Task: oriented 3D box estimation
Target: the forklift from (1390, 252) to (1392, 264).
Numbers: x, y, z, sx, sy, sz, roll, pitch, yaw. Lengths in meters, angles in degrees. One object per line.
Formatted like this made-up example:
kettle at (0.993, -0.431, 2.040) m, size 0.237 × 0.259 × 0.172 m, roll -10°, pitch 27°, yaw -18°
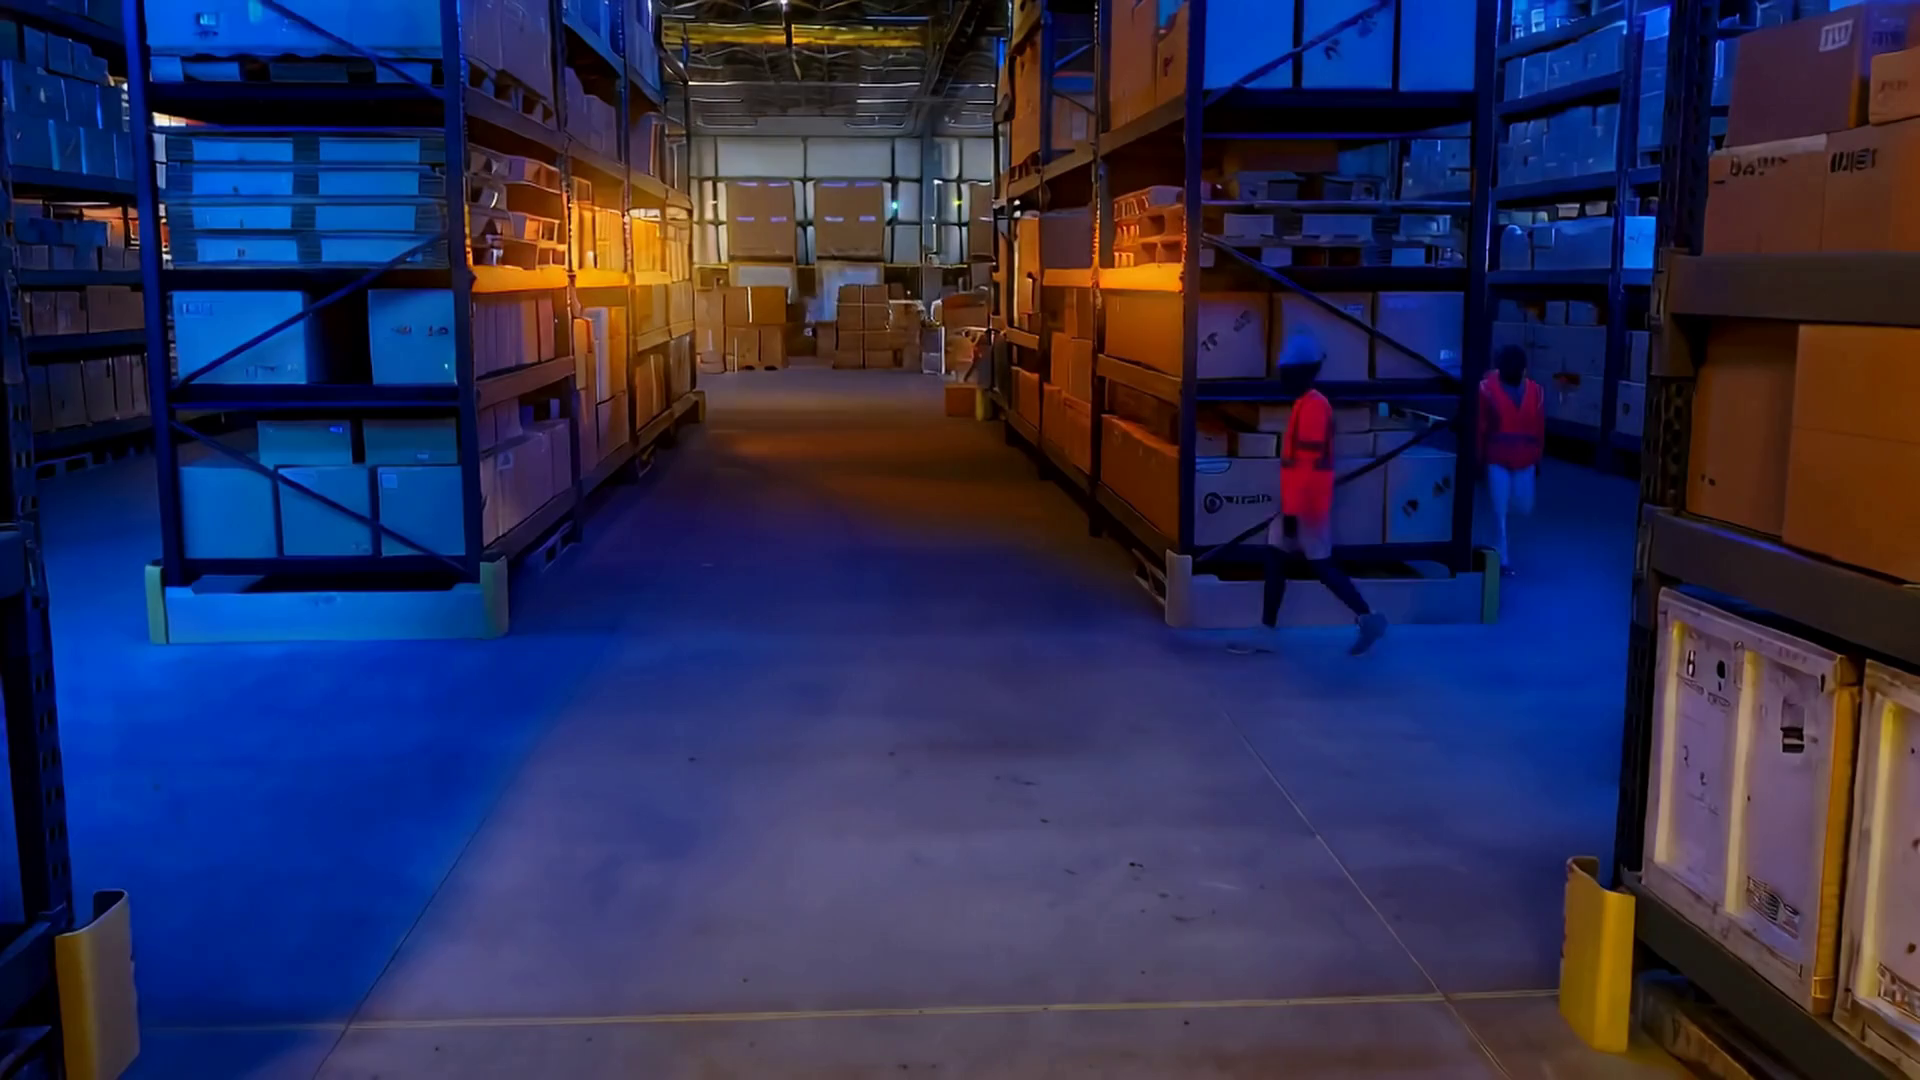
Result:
forklift at (8.545, -4.615, 34.810) m, size 1.129 × 2.768 × 1.873 m, roll -1°, pitch 9°, yaw -4°

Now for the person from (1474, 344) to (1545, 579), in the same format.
person at (4.280, -0.630, 13.100) m, size 0.631 × 1.825 × 0.650 m, roll -1°, pitch 9°, yaw -5°

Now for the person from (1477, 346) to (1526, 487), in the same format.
person at (5.904, -1.312, 18.113) m, size 0.515 × 1.593 × 0.875 m, roll 1°, pitch 9°, yaw 5°

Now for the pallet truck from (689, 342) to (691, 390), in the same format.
pallet truck at (-5.225, -3.008, 27.480) m, size 1.885 × 1.965 × 0.823 m, roll 2°, pitch 9°, yaw 14°

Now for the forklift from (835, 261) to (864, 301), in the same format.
forklift at (-3.568, -7.636, 53.777) m, size 1.129 × 2.768 × 1.873 m, roll -1°, pitch 9°, yaw -5°

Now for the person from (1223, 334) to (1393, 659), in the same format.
person at (2.174, -0.253, 10.177) m, size 0.964 × 2.014 × 0.618 m, roll 0°, pitch 9°, yaw 2°

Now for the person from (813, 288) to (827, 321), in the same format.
person at (-5.147, -8.234, 60.575) m, size 0.626 × 1.916 × 0.877 m, roll -8°, pitch 12°, yaw -41°
